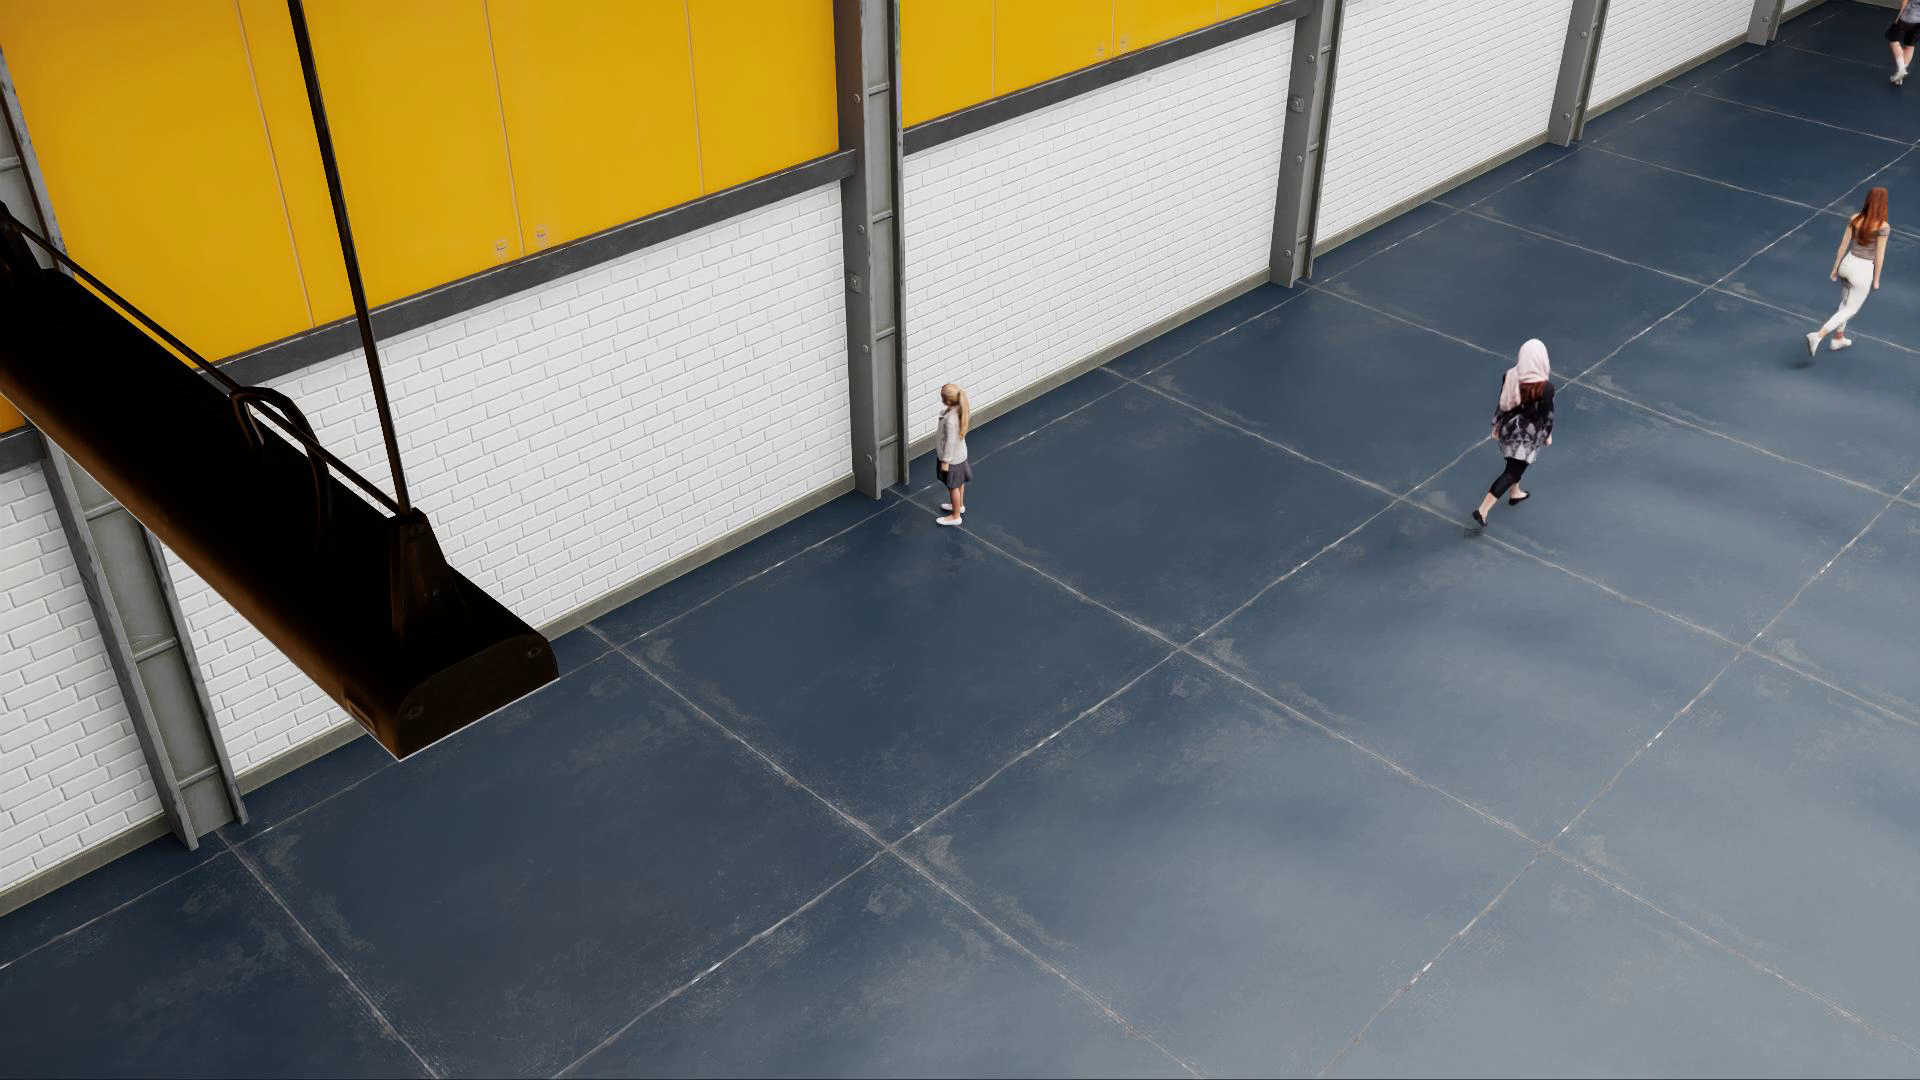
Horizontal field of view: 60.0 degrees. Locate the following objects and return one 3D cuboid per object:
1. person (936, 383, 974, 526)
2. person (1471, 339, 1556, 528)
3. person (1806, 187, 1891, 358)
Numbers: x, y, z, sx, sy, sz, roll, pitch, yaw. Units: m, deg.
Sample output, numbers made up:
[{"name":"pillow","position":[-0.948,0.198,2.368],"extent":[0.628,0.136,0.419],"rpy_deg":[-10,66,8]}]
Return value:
[{"name":"person","position":[-0.055,-0.722,13.653],"extent":[0.662,1.277,0.587],"rpy_deg":[6,34,10]},{"name":"person","position":[4.512,-0.836,13.530],"extent":[1.138,1.603,0.748],"rpy_deg":[-21,39,-28]},{"name":"person","position":[8.566,-2.533,15.994],"extent":[1.087,1.701,0.810],"rpy_deg":[-15,37,-22]}]
